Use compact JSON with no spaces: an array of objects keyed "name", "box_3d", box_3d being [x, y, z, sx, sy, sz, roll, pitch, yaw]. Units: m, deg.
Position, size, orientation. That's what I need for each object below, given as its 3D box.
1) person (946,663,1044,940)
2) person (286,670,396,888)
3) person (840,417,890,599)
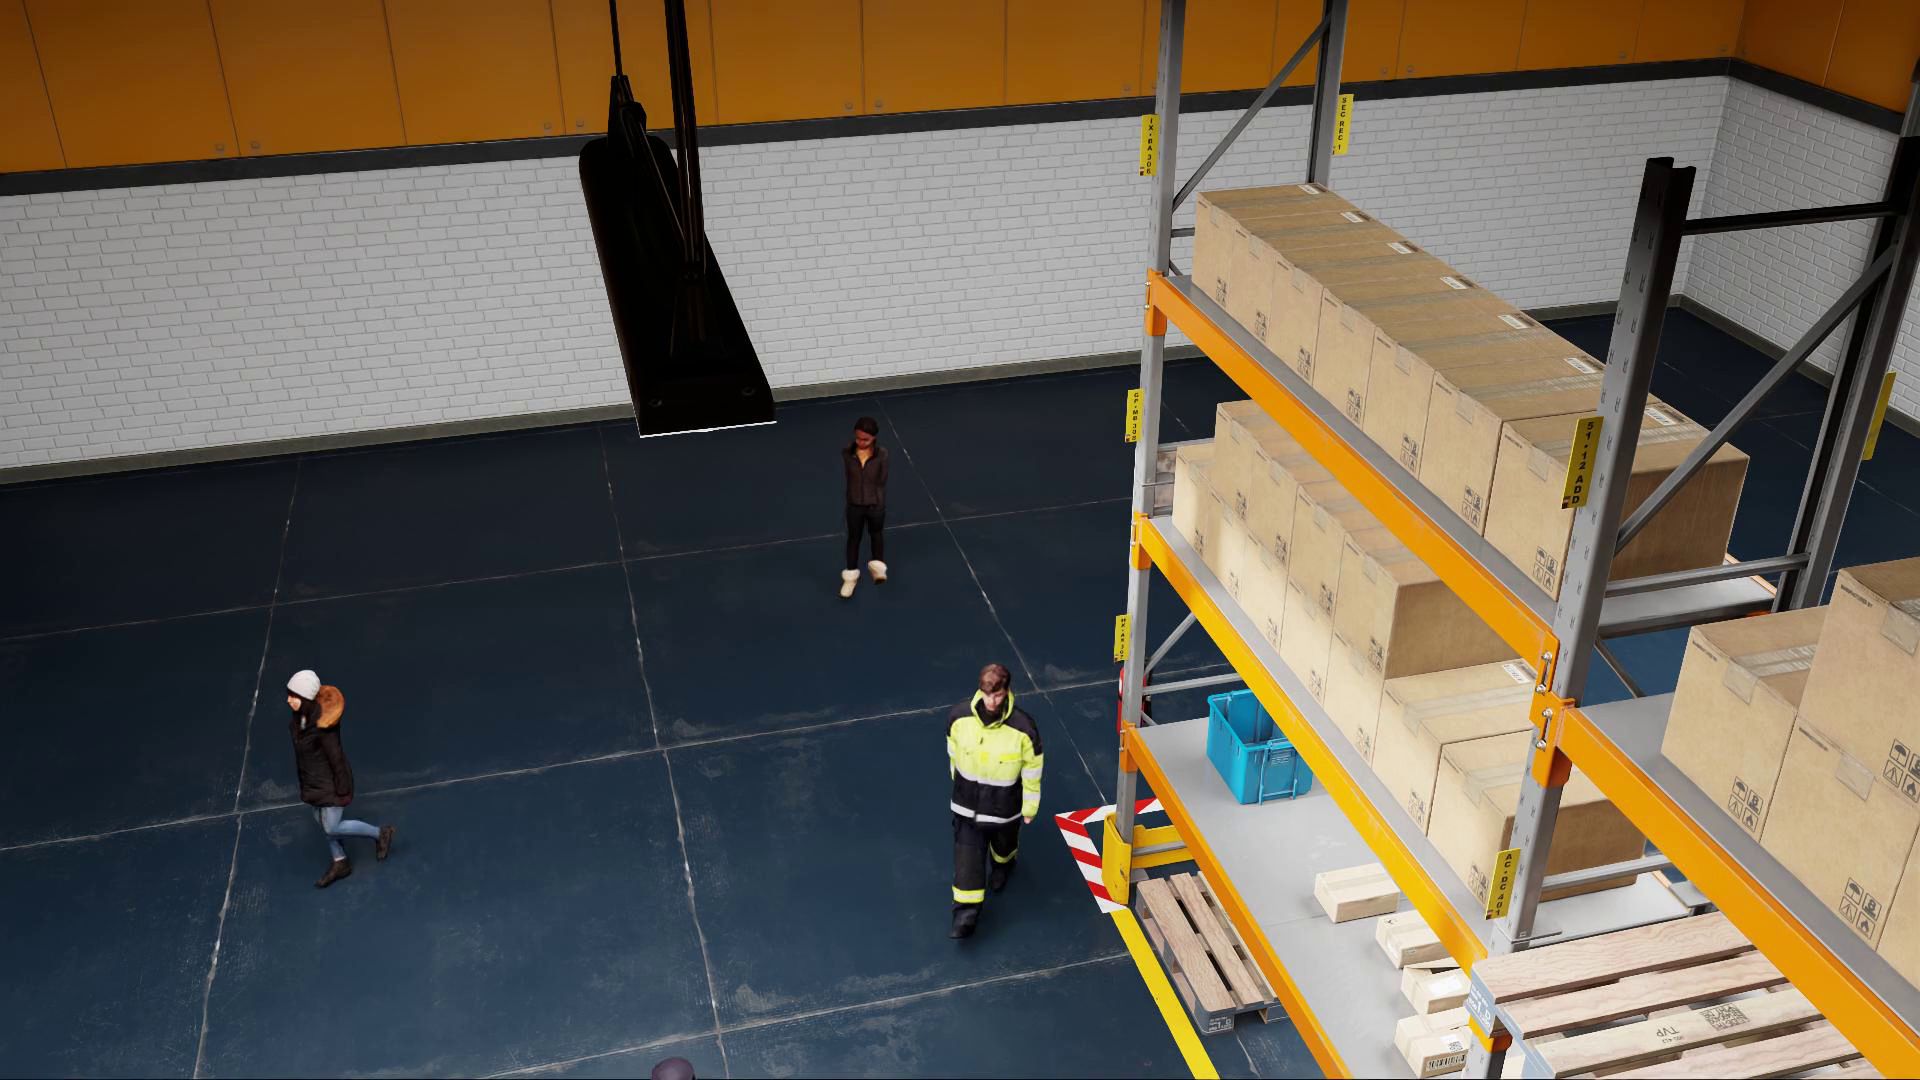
[{"name":"person","box_3d":[0.228,1.526,10.622,1.147,1.913,1.385,6,29,11]},{"name":"person","box_3d":[-4.094,1.537,10.909,0.866,1.620,0.886,25,38,38]},{"name":"person","box_3d":[-0.830,-0.251,14.148,0.759,1.657,0.858,0,29,1]}]
